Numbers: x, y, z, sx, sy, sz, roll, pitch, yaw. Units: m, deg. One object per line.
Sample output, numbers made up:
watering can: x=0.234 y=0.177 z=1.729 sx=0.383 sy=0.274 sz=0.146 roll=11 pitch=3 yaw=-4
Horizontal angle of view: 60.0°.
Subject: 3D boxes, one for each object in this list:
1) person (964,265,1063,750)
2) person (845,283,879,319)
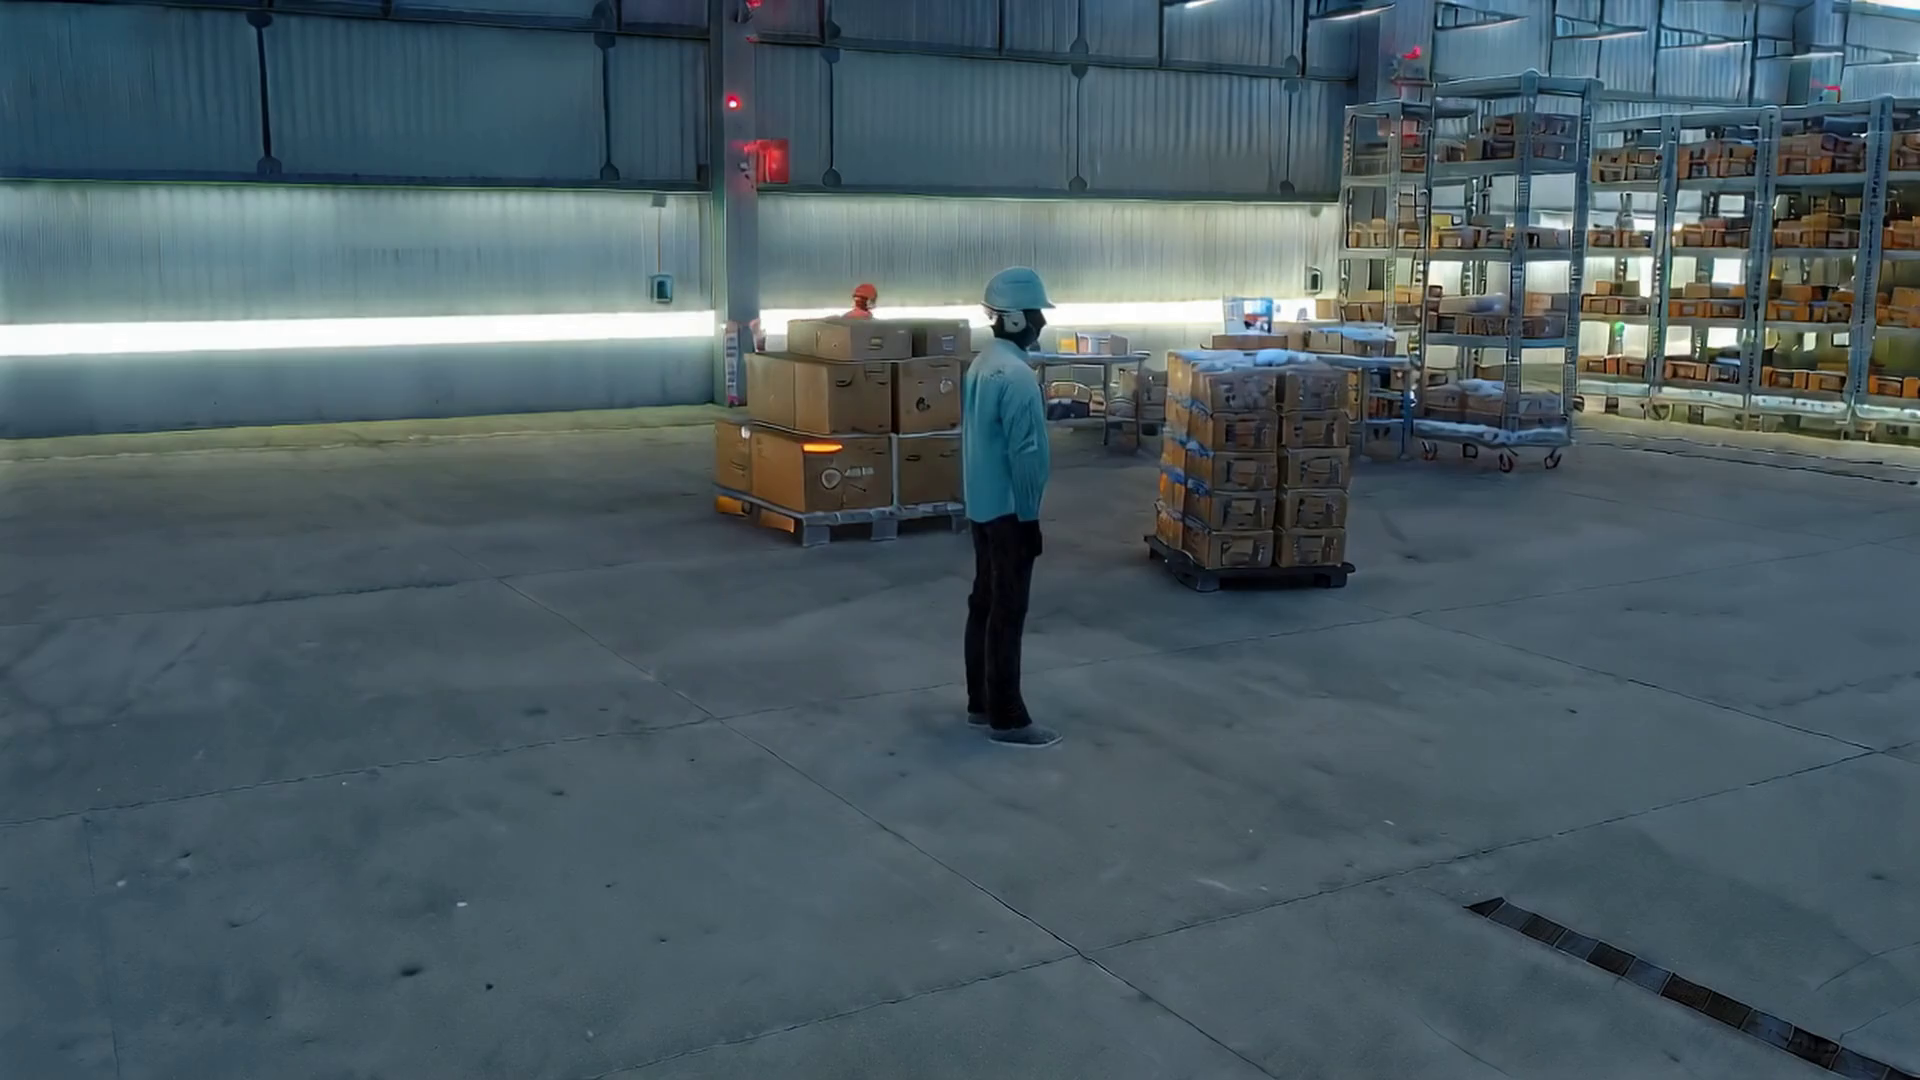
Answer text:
person: x=0.206 y=-0.133 z=6.927 sx=0.383 sy=1.996 sz=0.609 roll=-3 pitch=10 yaw=-15
person: x=-1.106 y=-1.830 z=17.391 sx=0.912 sy=1.703 sz=0.575 roll=-9 pitch=13 yaw=-42
